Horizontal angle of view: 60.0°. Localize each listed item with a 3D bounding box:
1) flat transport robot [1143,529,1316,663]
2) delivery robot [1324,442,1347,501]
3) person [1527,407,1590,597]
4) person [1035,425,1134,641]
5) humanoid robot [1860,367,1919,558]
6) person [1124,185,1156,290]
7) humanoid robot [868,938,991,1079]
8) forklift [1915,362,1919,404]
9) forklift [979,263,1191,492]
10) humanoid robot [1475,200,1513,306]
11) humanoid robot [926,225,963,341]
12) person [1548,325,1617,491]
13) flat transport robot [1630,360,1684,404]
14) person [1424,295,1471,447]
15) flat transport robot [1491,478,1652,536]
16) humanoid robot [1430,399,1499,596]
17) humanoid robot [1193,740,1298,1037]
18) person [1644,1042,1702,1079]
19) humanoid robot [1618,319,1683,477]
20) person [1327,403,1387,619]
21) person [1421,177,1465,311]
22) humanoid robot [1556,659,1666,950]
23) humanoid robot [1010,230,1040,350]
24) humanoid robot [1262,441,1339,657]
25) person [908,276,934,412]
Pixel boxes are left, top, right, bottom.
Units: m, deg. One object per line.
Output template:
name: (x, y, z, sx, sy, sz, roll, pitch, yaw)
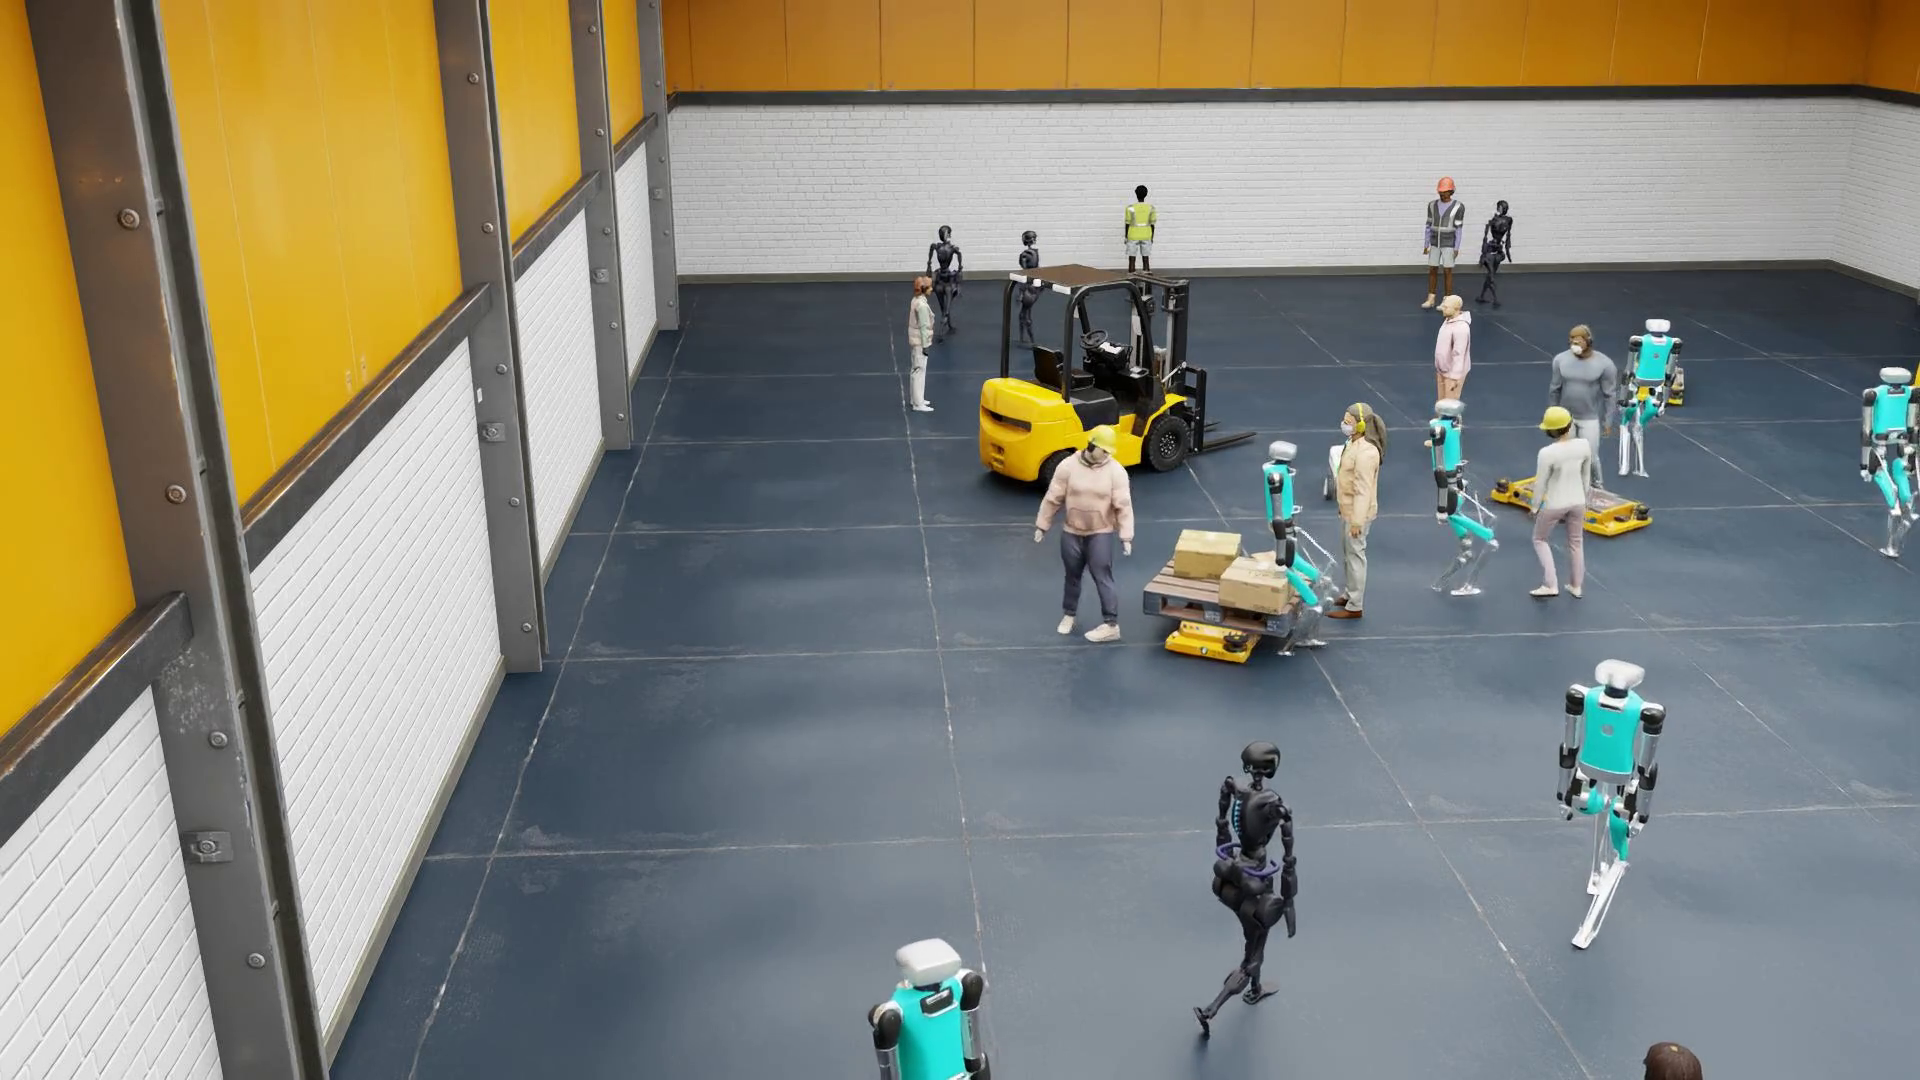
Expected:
flat transport robot: (2.248, 0.636, 13.895, 0.659, 0.231, 1.431, 9, 22, 24)
delivery robot: (4.011, -0.717, 17.161, 0.499, 0.592, 0.796, 2, 20, 6)
person: (5.193, -0.314, 14.374, 0.573, 1.735, 0.373, -5, 21, -14)
person: (1.050, -0.082, 13.604, 0.814, 1.830, 0.451, 6, 21, 17)
humanoid robot: (8.625, -0.649, 15.302, 0.548, 1.779, 0.803, -1, 20, -2)
person: (2.899, -4.870, 26.834, 0.528, 1.688, 0.322, -3, 20, -9)
humanoid robot: (0.101, 2.558, 6.625, 0.548, 1.755, 1.032, -16, 26, -37)
forklift: (12.602, -2.435, 19.475, 2.313, 2.155, 1.214, -1, 20, -4)
forklift: (1.315, -1.764, 17.646, 2.313, 2.155, 1.214, -14, 24, -33)
humanoid robot: (8.296, -4.444, 25.726, 0.601, 1.630, 0.690, -10, 22, -25)
humanoid robot: (-0.232, -3.658, 23.621, 0.612, 1.620, 0.790, 10, 23, 26)
person: (6.206, -1.229, 16.607, 0.666, 1.906, 0.584, 17, 26, 39)
flat transport robot: (8.794, -1.993, 21.057, 0.659, 0.231, 1.431, 8, 22, 20)
person: (5.457, -1.837, 18.451, 0.408, 1.775, 0.524, -2, 20, -4)
flat transport robot: (6.105, -0.370, 16.636, 0.659, 0.231, 1.431, -13, 24, -31)
humanoid robot: (4.403, -0.304, 14.344, 0.814, 1.785, 0.531, 11, 23, 28)
humanoid robot: (1.479, 1.805, 8.721, 0.734, 1.627, 0.584, -14, 25, -34)
person: (2.563, 2.660, 6.203, 0.479, 1.767, 0.364, -5, 21, -14)
humanoid robot: (7.191, -1.527, 17.598, 0.538, 1.742, 0.707, 2, 20, 5)
person: (3.335, -0.247, 13.986, 0.398, 1.871, 0.559, 1, 20, 3)
person: (7.350, -4.517, 25.388, 0.598, 2.035, 0.402, 17, 26, 38)
humanoid robot: (3.814, 1.424, 9.681, 0.535, 1.775, 0.997, 14, 24, 33)
humanoid robot: (0.878, -3.450, 22.996, 0.527, 1.647, 0.614, 7, 21, 19)
humanoid robot: (2.791, 0.098, 13.229, 0.830, 1.774, 0.542, 5, 21, 13)
person: (-0.470, -2.372, 20.113, 0.313, 1.632, 0.516, -4, 20, -10)
